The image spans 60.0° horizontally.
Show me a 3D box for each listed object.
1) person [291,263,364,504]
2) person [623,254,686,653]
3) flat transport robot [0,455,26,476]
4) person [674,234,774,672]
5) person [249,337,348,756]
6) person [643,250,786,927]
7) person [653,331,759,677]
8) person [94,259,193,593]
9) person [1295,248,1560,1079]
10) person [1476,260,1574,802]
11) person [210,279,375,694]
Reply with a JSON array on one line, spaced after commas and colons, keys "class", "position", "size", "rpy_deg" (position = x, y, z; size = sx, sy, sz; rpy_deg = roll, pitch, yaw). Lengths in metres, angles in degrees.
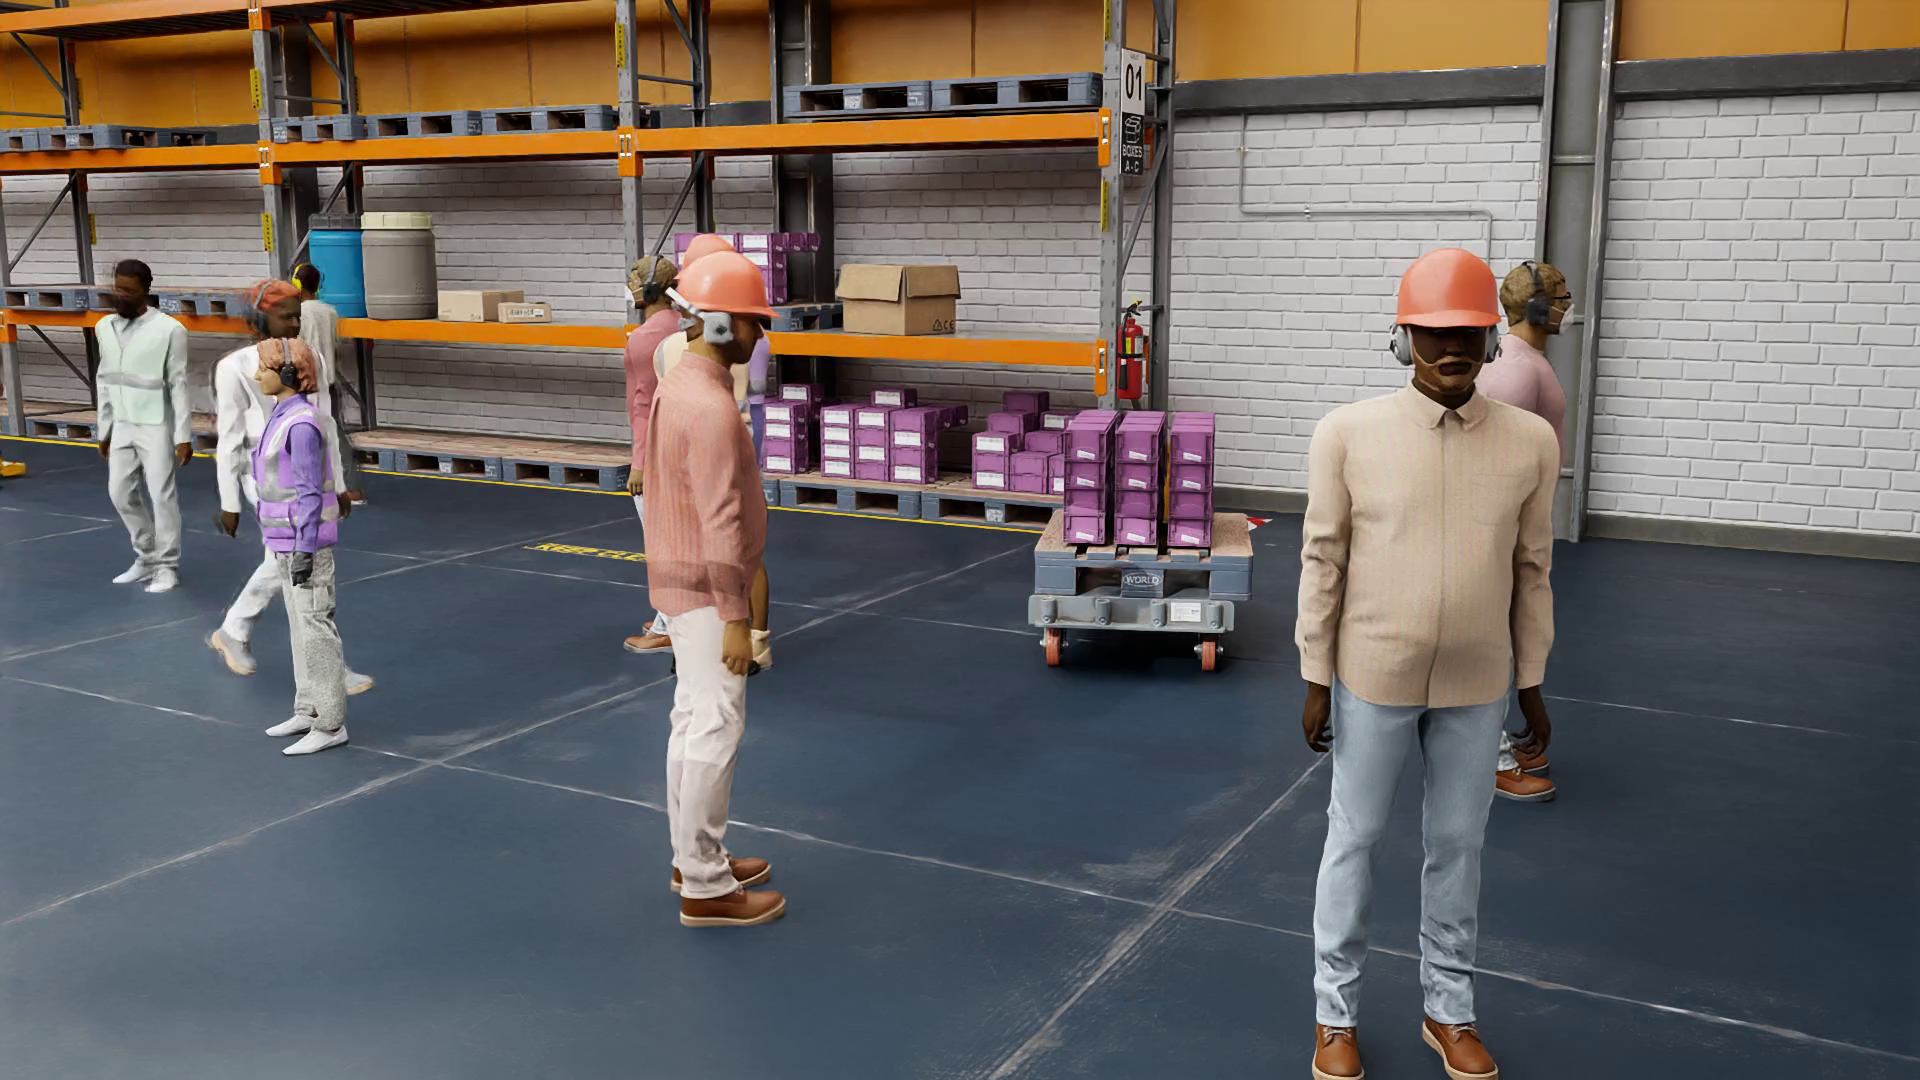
[{"class": "person", "position": [-4.949, -1.177, 12.629], "size": [0.943, 1.818, 0.513], "rpy_deg": [6, 12, 28]}, {"class": "person", "position": [-1.464, -0.416, 8.133], "size": [0.372, 1.940, 0.631], "rpy_deg": [1, 10, 8]}, {"class": "flat transport robot", "position": [-8.515, -0.575, 13.581], "size": [0.652, 0.197, 1.431], "rpy_deg": [5, 12, 26]}, {"class": "person", "position": [-1.107, -0.379, 7.690], "size": [0.403, 2.036, 0.599], "rpy_deg": [-7, 13, -34]}, {"class": "person", "position": [-2.607, 0.020, 6.564], "size": [0.307, 1.641, 0.514], "rpy_deg": [-6, 12, -32]}, {"class": "person", "position": [-0.717, 0.151, 4.909], "size": [0.413, 1.984, 0.624], "rpy_deg": [-4, 11, -19]}, {"class": "person", "position": [-1.129, -0.307, 7.592], "size": [0.549, 1.924, 0.388], "rpy_deg": [8, 13, 36]}, {"class": "person", "position": [-4.652, -0.644, 9.532], "size": [0.683, 1.895, 0.460], "rpy_deg": [3, 11, 16]}, {"class": "person", "position": [1.101, 0.321, 3.937], "size": [0.611, 1.996, 0.379], "rpy_deg": [0, 10, -2]}, {"class": "person", "position": [2.030, -0.038, 6.058], "size": [0.364, 1.939, 0.636], "rpy_deg": [3, 11, 17]}, {"class": "person", "position": [-3.091, -0.247, 7.476], "size": [0.954, 1.849, 0.567], "rpy_deg": [4, 11, 20]}]
